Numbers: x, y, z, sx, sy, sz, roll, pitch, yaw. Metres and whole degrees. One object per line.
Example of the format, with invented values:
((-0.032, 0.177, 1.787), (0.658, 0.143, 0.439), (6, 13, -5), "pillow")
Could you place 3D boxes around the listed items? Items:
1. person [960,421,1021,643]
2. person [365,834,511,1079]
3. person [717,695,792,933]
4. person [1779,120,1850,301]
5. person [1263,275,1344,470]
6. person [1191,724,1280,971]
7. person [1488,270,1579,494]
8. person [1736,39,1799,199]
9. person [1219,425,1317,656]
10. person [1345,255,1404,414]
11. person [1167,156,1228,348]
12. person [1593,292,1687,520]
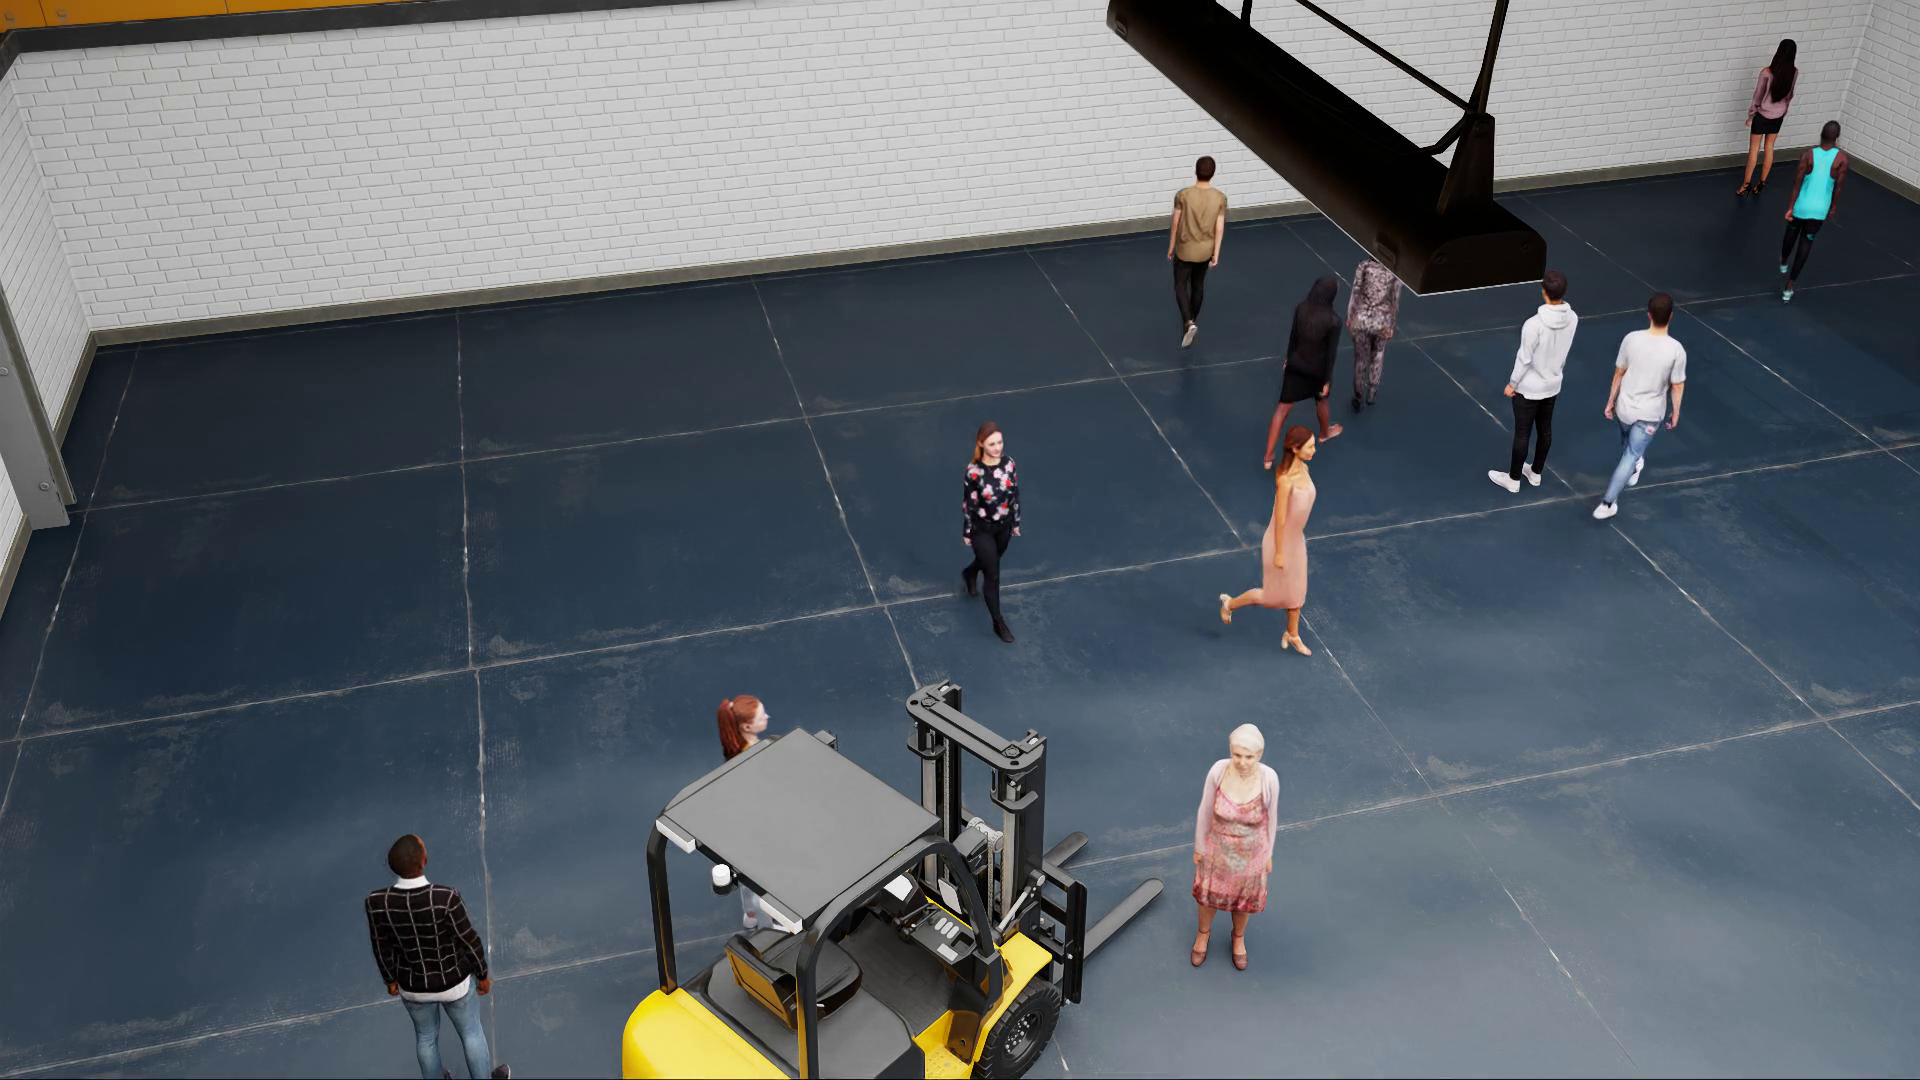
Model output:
((0.182, -0.128, 12.028), (0.780, 1.654, 1.116), (-19, 38, -26), "person")
((-2.651, 2.205, 8.370), (0.715, 1.819, 0.612), (-2, 34, -2), "person")
((-1.158, 1.577, 9.376), (0.676, 1.750, 0.548), (-15, 37, -22), "person")
((8.492, -3.255, 16.629), (1.124, 1.769, 1.190), (17, 37, 24), "person")
((2.869, -1.361, 13.873), (1.271, 1.666, 1.186), (24, 41, 32), "person")
((1.524, 1.697, 9.248), (0.676, 1.692, 0.679), (4, 34, 6), "person")
((4.715, -1.282, 13.516), (0.718, 1.928, 0.646), (-14, 36, -20), "person")
((9.184, -4.783, 18.889), (0.656, 1.811, 0.590), (-2, 34, -3), "person")
((2.212, 0.017, 11.662), (1.054, 1.818, 0.949), (22, 39, 29), "person")
((3.622, -1.865, 14.595), (0.690, 1.704, 0.761), (3, 34, 4), "person")
((2.222, -2.700, 15.743), (0.825, 1.826, 1.139), (0, 34, 0), "person")
((5.355, -1.002, 13.184), (1.275, 1.830, 1.216), (27, 42, 34), "person")
